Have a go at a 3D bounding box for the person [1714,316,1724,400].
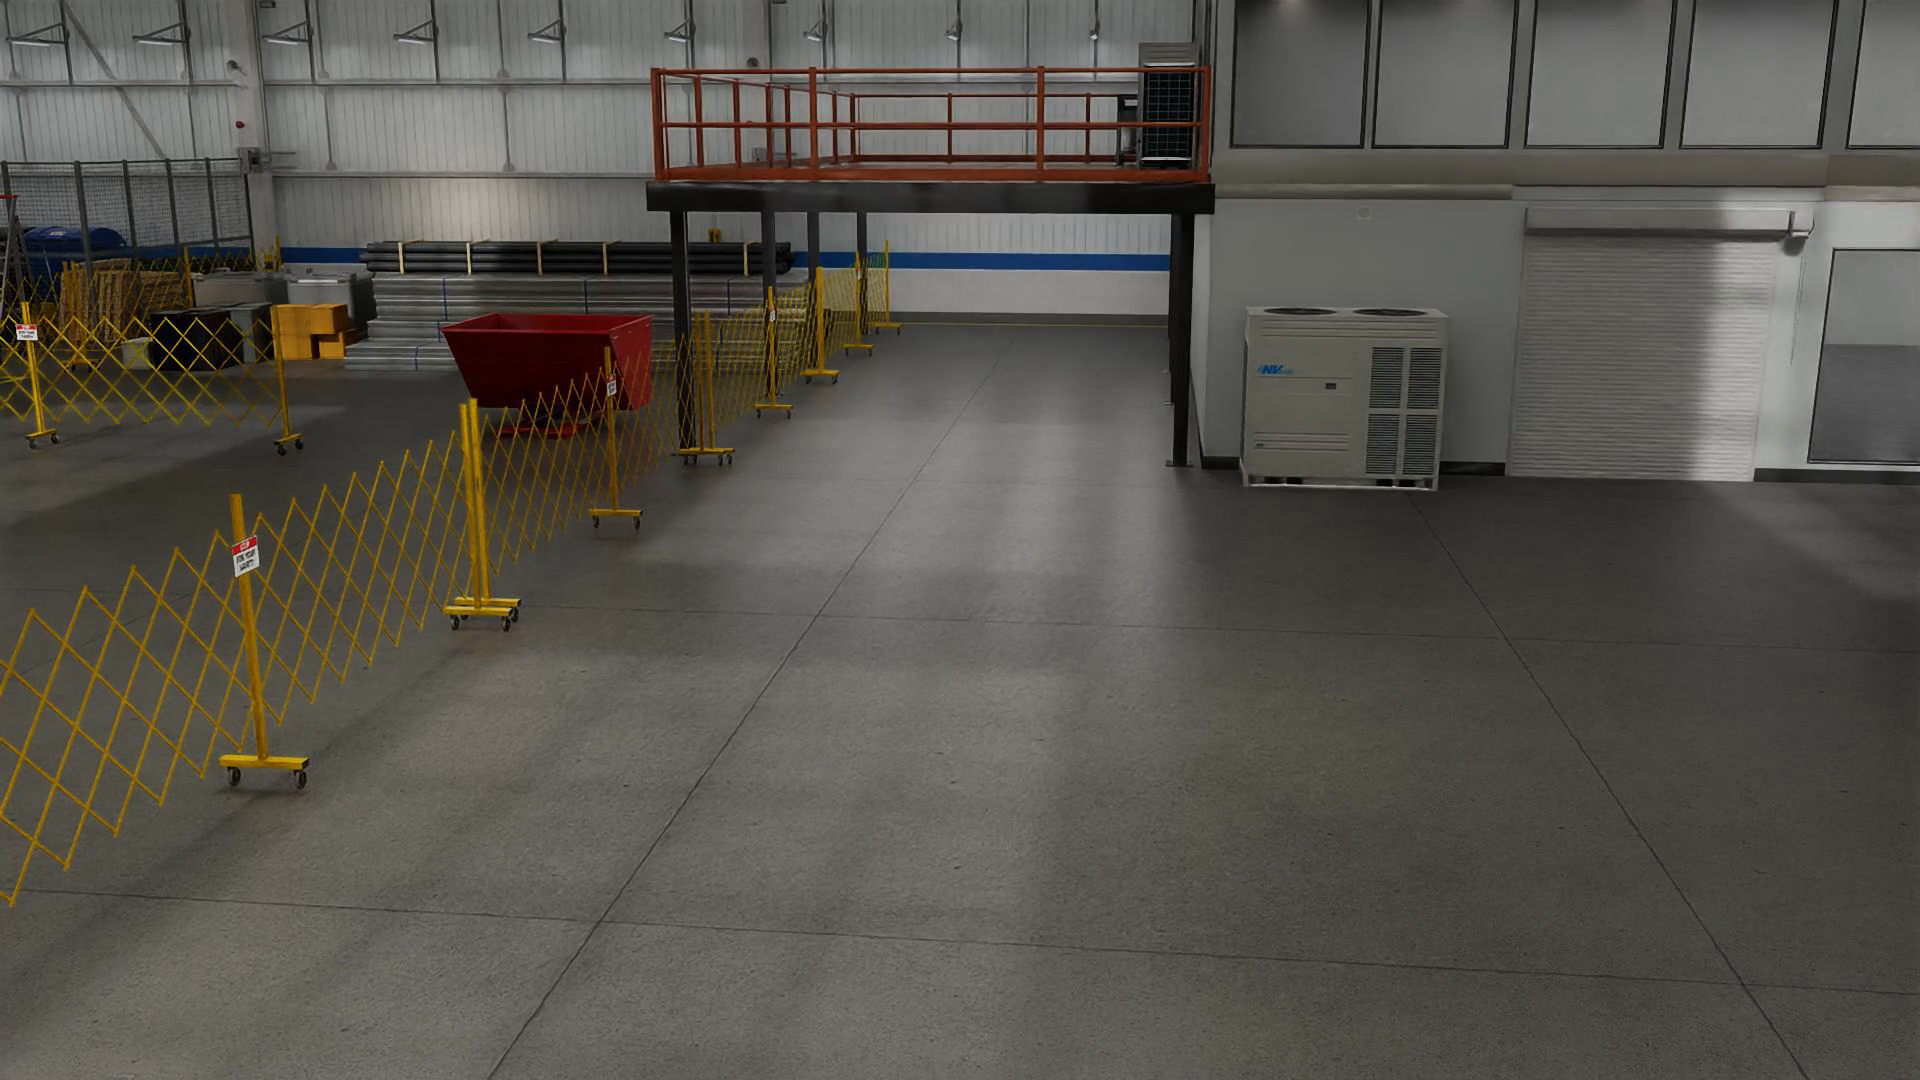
[{"bbox_3d":[8.214,-1.652,18.140,0.395,1.619,0.510,-6,15,-22],"label":"person"}]
